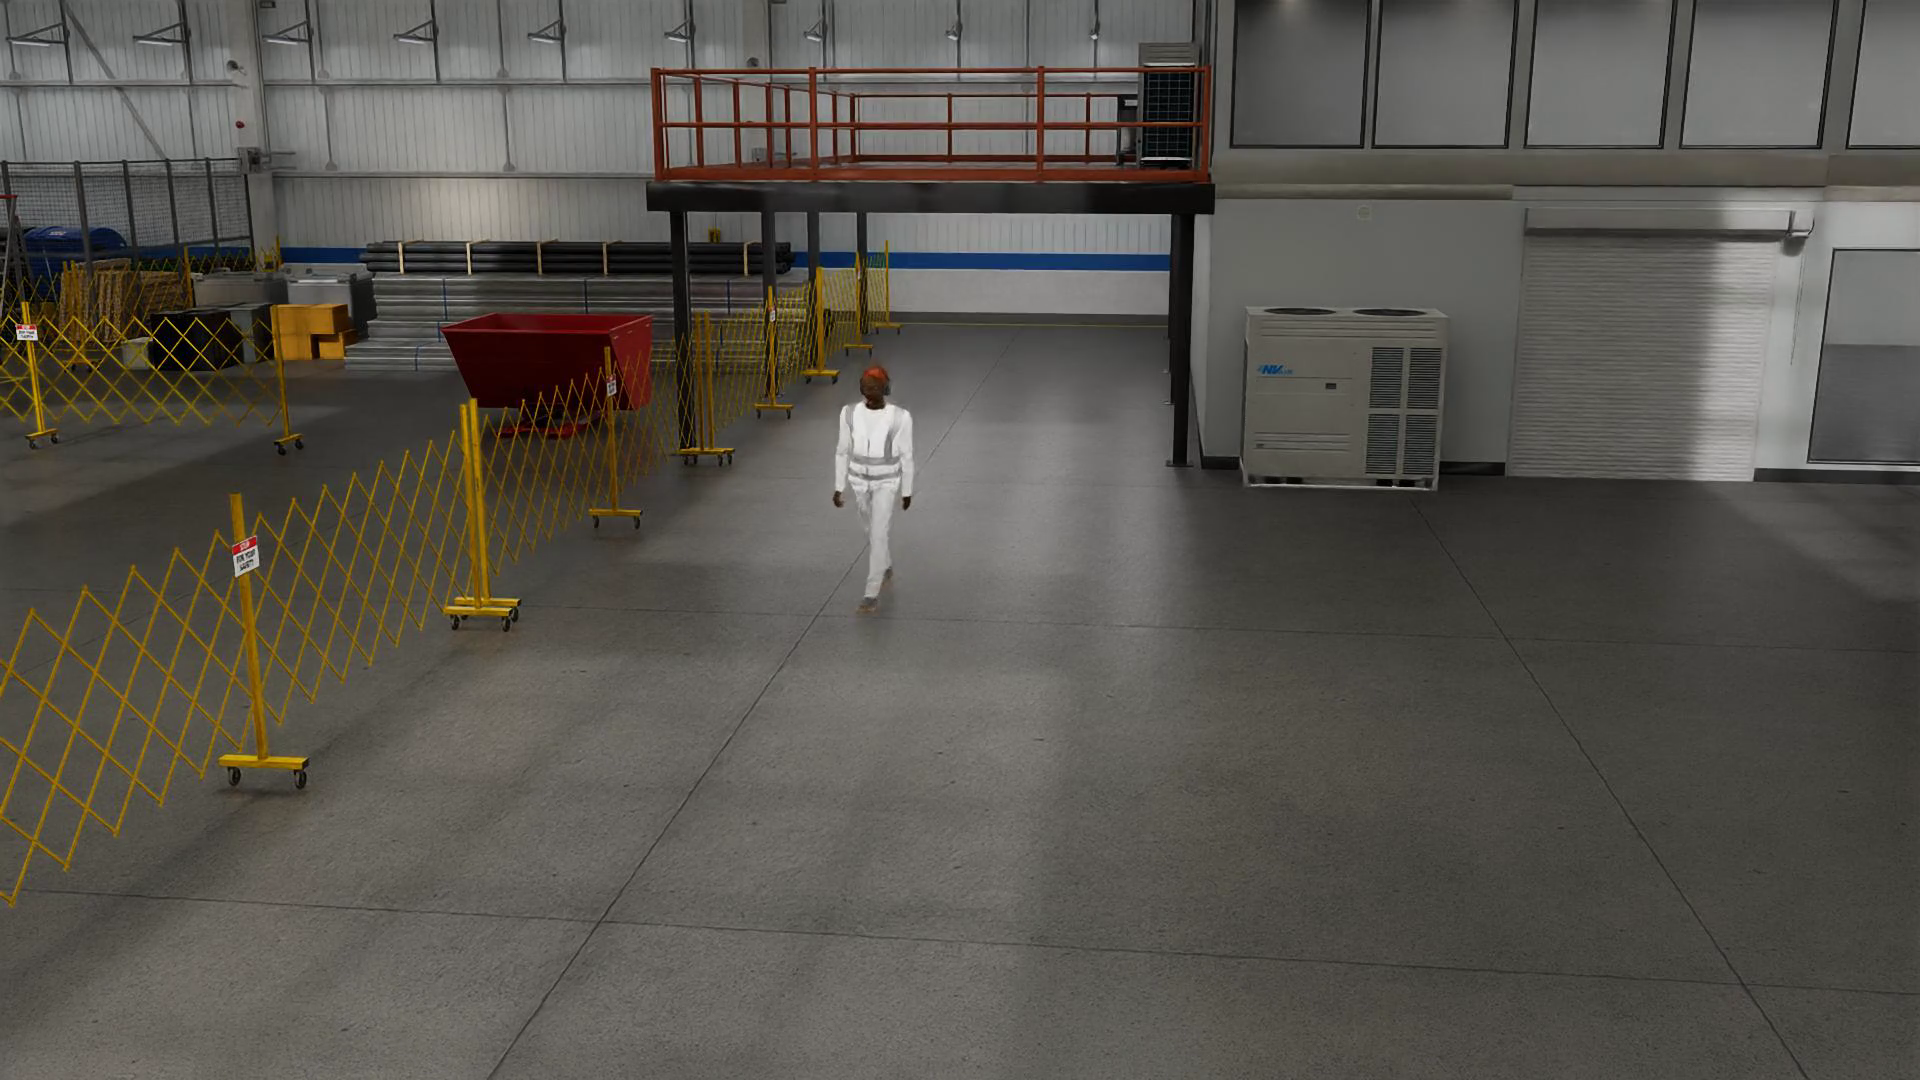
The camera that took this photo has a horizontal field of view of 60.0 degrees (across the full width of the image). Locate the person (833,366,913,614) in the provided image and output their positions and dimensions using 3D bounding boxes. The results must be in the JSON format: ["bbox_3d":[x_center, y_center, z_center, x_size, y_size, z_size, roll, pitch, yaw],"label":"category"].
[{"bbox_3d":[-0.631,-0.433,12.752,0.573,1.843,1.010,4,14,18],"label":"person"}]
